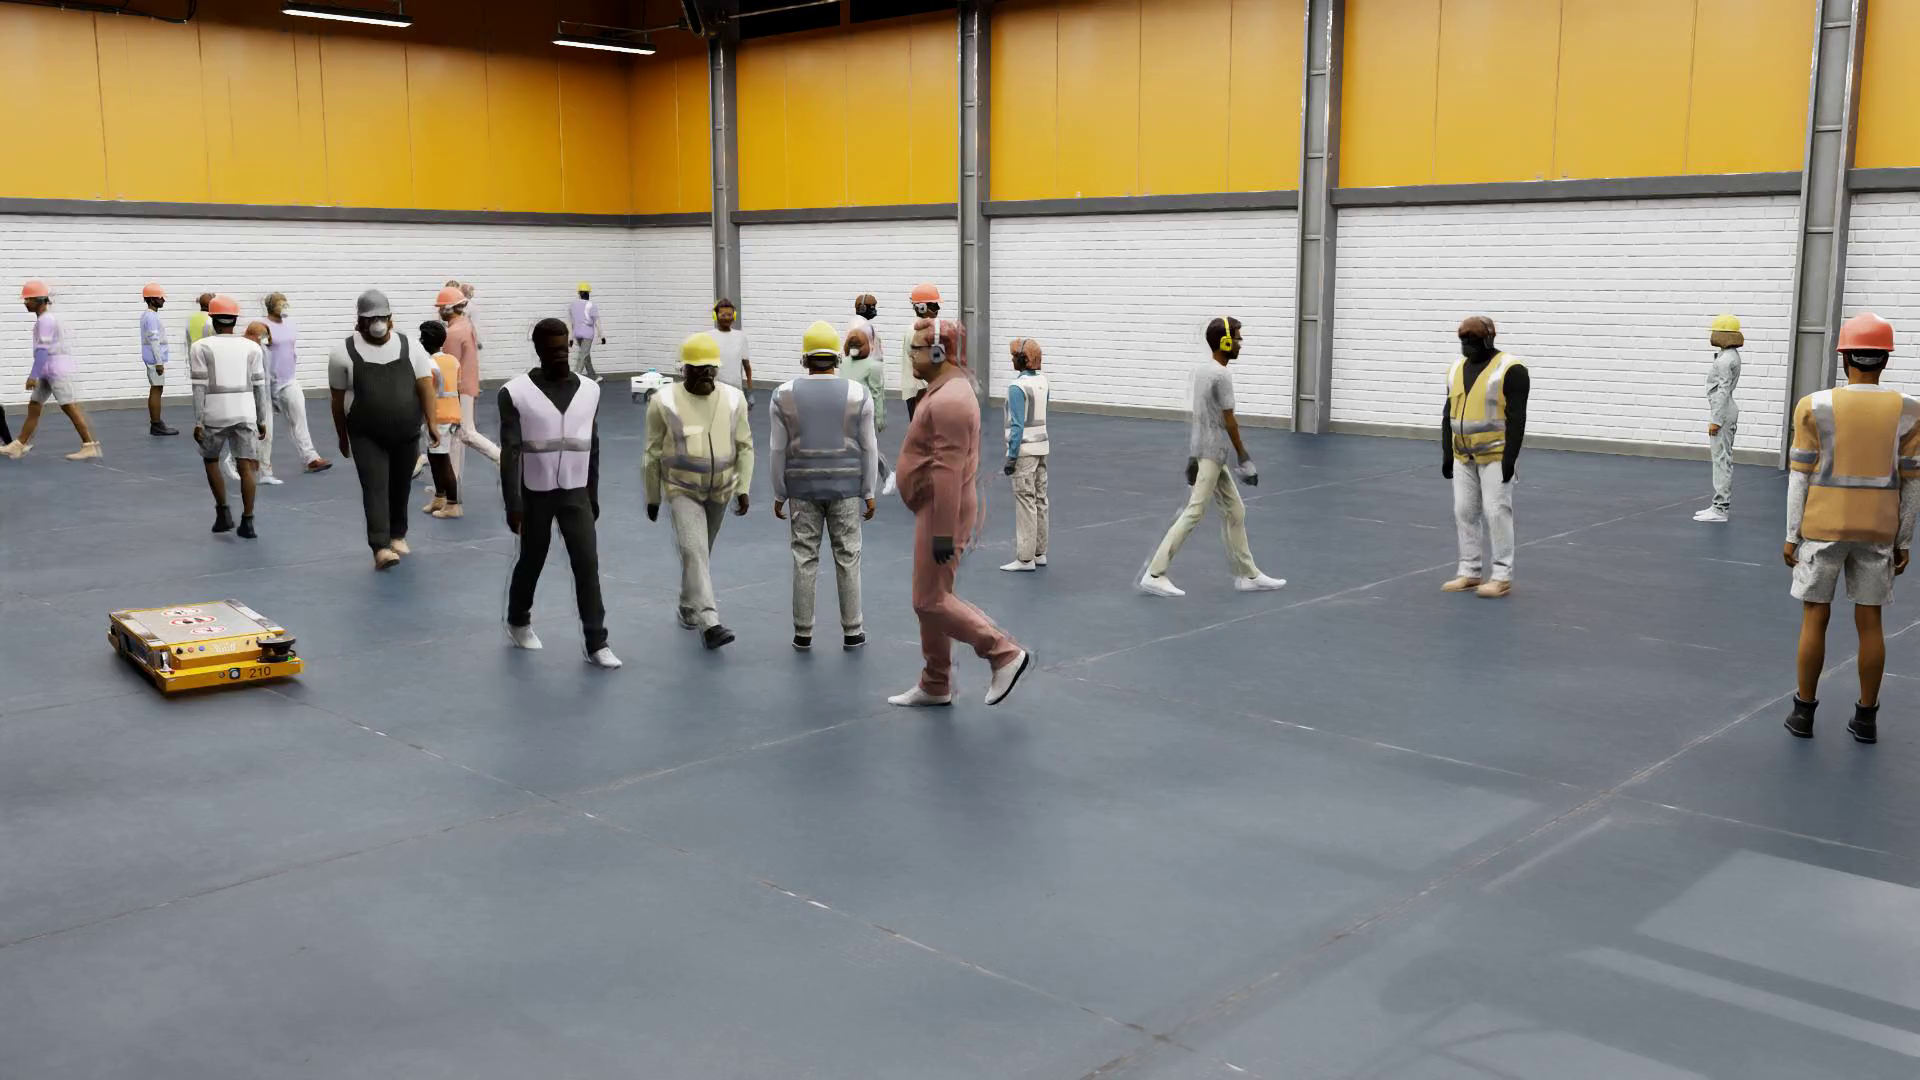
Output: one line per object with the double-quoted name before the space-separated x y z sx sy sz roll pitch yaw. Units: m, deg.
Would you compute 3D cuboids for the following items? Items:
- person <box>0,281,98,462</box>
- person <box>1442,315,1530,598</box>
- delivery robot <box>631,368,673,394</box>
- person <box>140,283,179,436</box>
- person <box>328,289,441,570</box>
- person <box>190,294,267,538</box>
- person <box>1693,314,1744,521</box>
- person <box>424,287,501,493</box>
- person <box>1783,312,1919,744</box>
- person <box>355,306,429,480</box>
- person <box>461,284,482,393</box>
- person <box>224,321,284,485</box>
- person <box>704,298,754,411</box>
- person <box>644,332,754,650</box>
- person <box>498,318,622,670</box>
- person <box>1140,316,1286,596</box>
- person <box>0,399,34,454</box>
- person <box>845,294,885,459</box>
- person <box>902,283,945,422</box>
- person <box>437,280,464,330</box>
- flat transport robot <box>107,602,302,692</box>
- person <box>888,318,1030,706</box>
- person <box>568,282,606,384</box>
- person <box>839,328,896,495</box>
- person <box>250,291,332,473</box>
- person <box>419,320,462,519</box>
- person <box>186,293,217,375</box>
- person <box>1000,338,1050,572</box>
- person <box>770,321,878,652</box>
"person" -10.058 -1.823 18.177 1.081 1.976 0.616 -6 11 -32
"person" 3.377 -0.538 10.797 0.432 1.824 0.649 -5 11 -30
"delivery robot" -4.837 -2.458 26.140 0.707 0.478 0.477 7 12 38
"person" -10.242 -2.301 21.231 0.359 1.939 0.543 -5 11 -30
"person" -4.137 -0.842 11.975 0.685 2.000 1.052 -6 11 -31
"person" -5.778 -0.973 13.153 0.575 1.913 0.564 -8 12 -39
"person" 6.400 -1.026 14.015 0.294 1.744 0.486 5 11 28
"person" -4.606 -1.396 15.643 0.878 1.968 0.613 -1 9 -6
"person" 4.000 -0.050 7.486 0.539 1.929 0.384 2 10 15
"person" -5.664 -1.490 16.691 0.743 1.813 0.552 2 10 15
"person" -8.506 -3.426 28.395 0.700 1.865 0.436 1 9 9
"person" -6.925 -1.333 16.268 0.441 1.617 0.517 2 9 12
"person" -2.330 -1.485 16.549 0.524 1.845 0.875 -4 10 -23
"person" -1.488 -0.295 9.486 0.571 1.770 1.023 -5 11 -30
"person" -2.227 -0.267 9.008 0.611 1.875 0.994 -7 12 -39
"person" 1.636 -0.533 10.785 0.989 1.822 0.533 0 9 -2
"person" -10.843 -1.725 18.541 0.567 1.653 0.805 7 12 38
"person" -1.064 -1.813 18.549 0.430 1.841 0.624 -3 10 -16
"person" -0.327 -1.285 14.831 0.389 1.996 0.612 0 9 1
"person" -8.136 -3.200 26.742 0.627 1.940 0.371 9 13 43
"flat transport robot" -4.079 0.539 8.921 0.652 0.197 1.431 -7 12 -37
"person" -0.025 -0.105 7.909 0.579 1.896 0.643 0 9 -1
"person" -6.723 -3.684 29.918 0.594 1.872 1.006 5 10 28
"person" -0.866 -1.150 15.270 0.802 1.603 0.491 -9 13 -43
"person" -7.058 -1.625 17.252 1.047 1.884 0.645 3 10 20
"person" -4.496 -1.014 14.097 0.565 1.677 0.552 2 9 12
"person" -9.250 -2.171 20.794 0.646 1.818 0.702 6 11 34
"person" 0.470 -0.594 11.682 0.309 1.641 0.511 4 10 26
"person" -0.749 -0.289 9.207 0.595 1.837 0.404 0 9 -3
